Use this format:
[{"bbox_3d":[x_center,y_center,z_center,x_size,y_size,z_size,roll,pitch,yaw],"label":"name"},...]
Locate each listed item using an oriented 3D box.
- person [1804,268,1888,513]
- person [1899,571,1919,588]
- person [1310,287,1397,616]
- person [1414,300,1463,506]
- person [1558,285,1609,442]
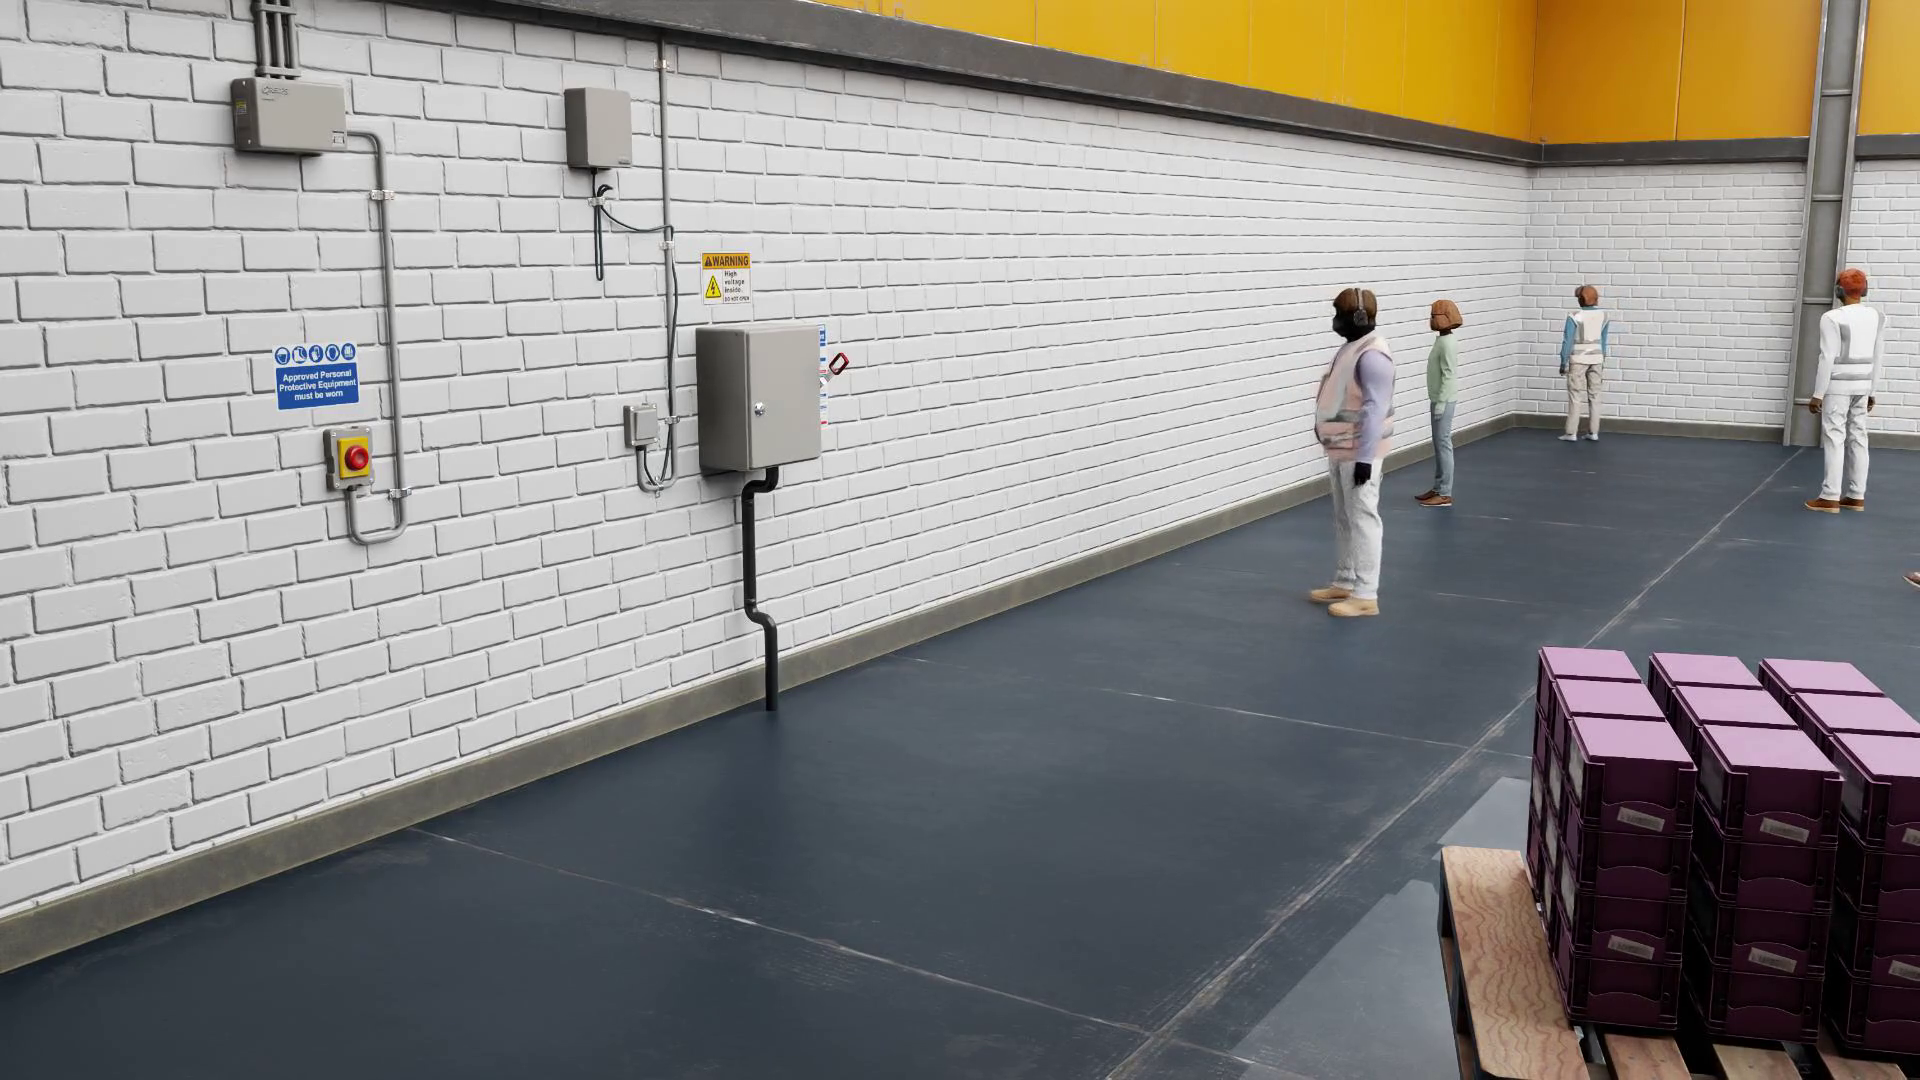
[{"bbox_3d":[6.848,-1.148,12.864,0.581,1.882,0.339,-3,11,-15],"label":"person"},{"bbox_3d":[6.032,-0.570,9.821,0.836,1.835,0.520,2,10,9],"label":"person"},{"bbox_3d":[2.212,-0.498,9.384,0.429,1.840,0.632,0,10,-2],"label":"person"},{"bbox_3d":[3.812,-1.086,13.216,0.277,1.633,0.501,2,10,9],"label":"person"},{"bbox_3d":[6.511,-1.832,17.354,0.521,1.637,0.314,-2,11,-13],"label":"person"}]
